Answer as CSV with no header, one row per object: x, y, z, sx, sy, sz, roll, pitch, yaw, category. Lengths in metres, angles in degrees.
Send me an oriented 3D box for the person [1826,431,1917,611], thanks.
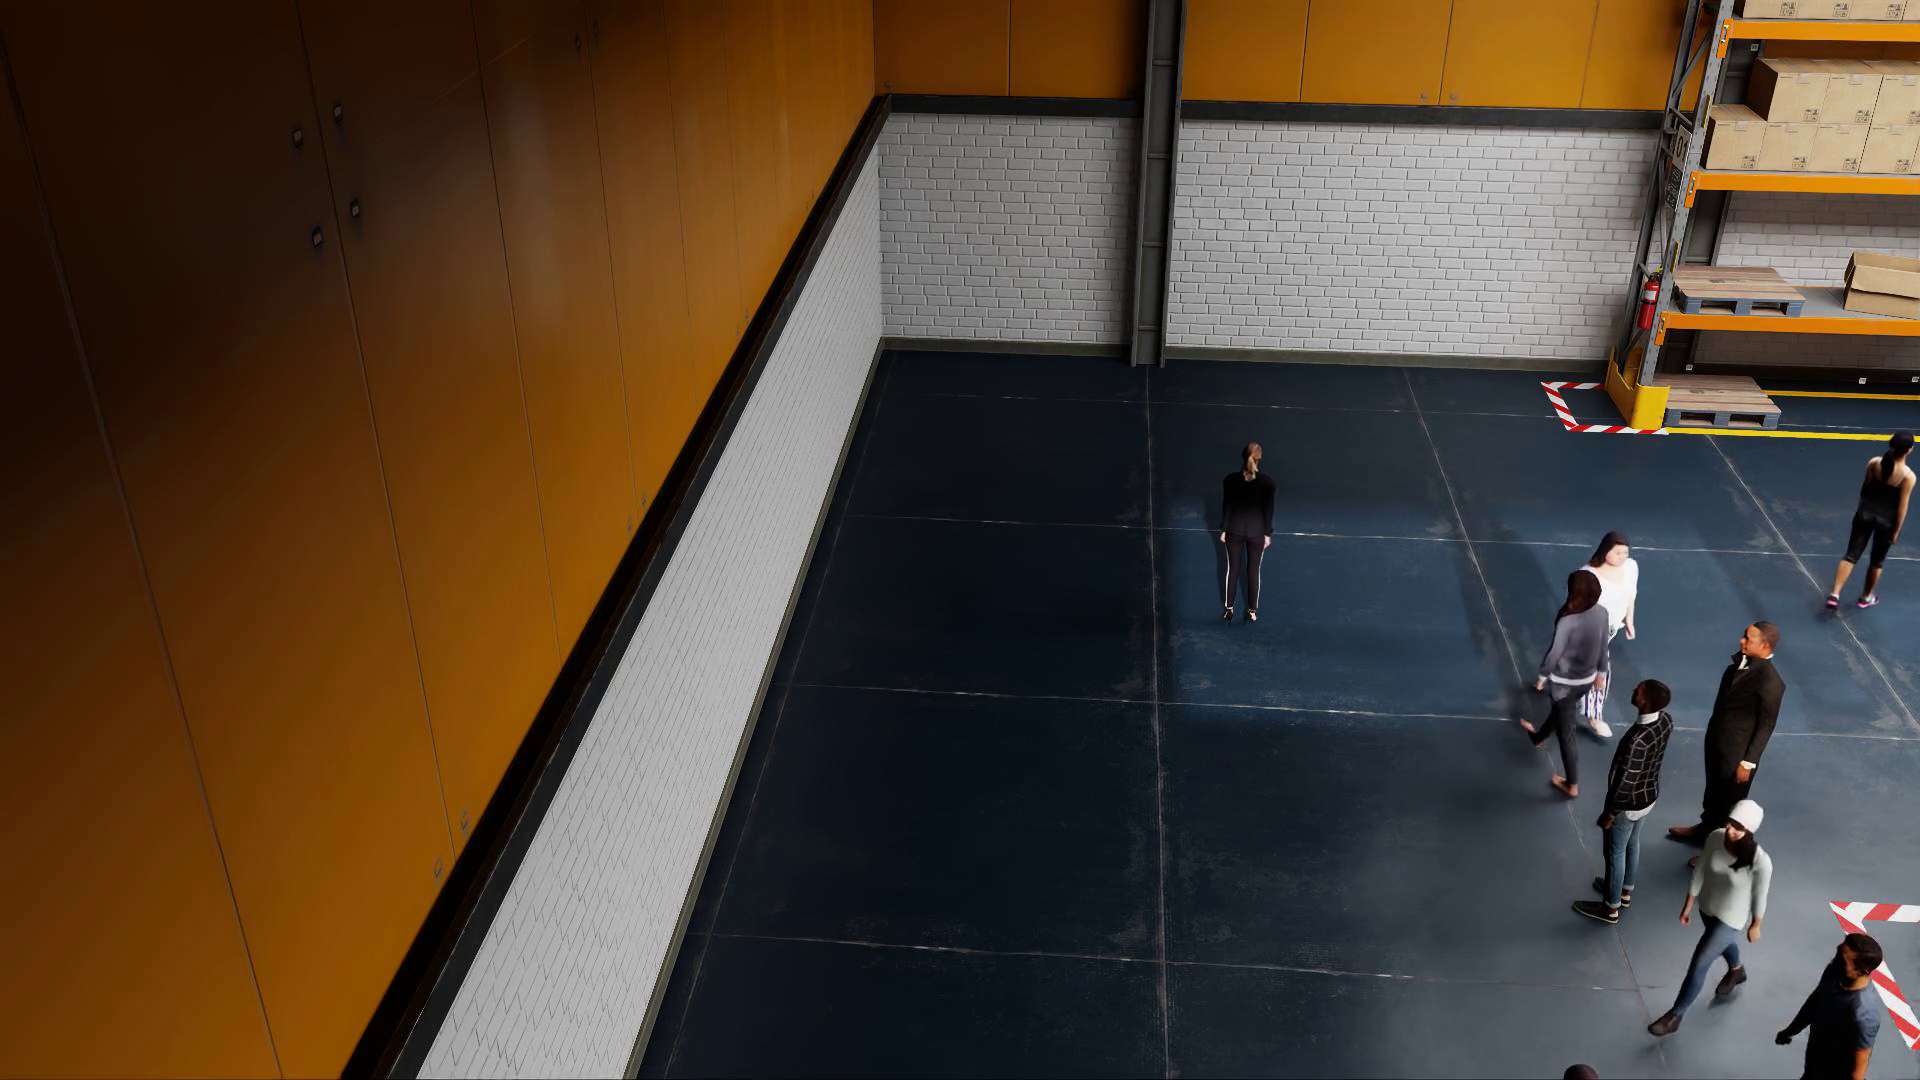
7.833,-0.141,14.309,0.974,1.714,0.916,-21,35,-33,person

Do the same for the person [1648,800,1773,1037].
4.664,2.225,10.089,1.197,1.603,0.970,-15,32,-26,person

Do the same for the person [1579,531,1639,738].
4.920,0.624,12.990,1.186,1.635,1.085,-12,31,-20,person

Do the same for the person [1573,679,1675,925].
4.381,1.690,10.842,0.742,1.820,0.781,-25,37,-38,person

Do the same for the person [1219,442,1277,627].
2.426,-0.041,14.134,0.516,1.706,0.693,7,29,12,person

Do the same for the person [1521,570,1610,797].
4.508,1.069,12.072,1.063,1.734,1.018,-13,31,-22,person

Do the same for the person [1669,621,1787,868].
5.286,1.380,11.323,0.602,1.904,0.717,1,29,1,person

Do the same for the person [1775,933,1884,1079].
4.723,2.818,8.808,0.916,1.789,0.749,10,30,17,person
